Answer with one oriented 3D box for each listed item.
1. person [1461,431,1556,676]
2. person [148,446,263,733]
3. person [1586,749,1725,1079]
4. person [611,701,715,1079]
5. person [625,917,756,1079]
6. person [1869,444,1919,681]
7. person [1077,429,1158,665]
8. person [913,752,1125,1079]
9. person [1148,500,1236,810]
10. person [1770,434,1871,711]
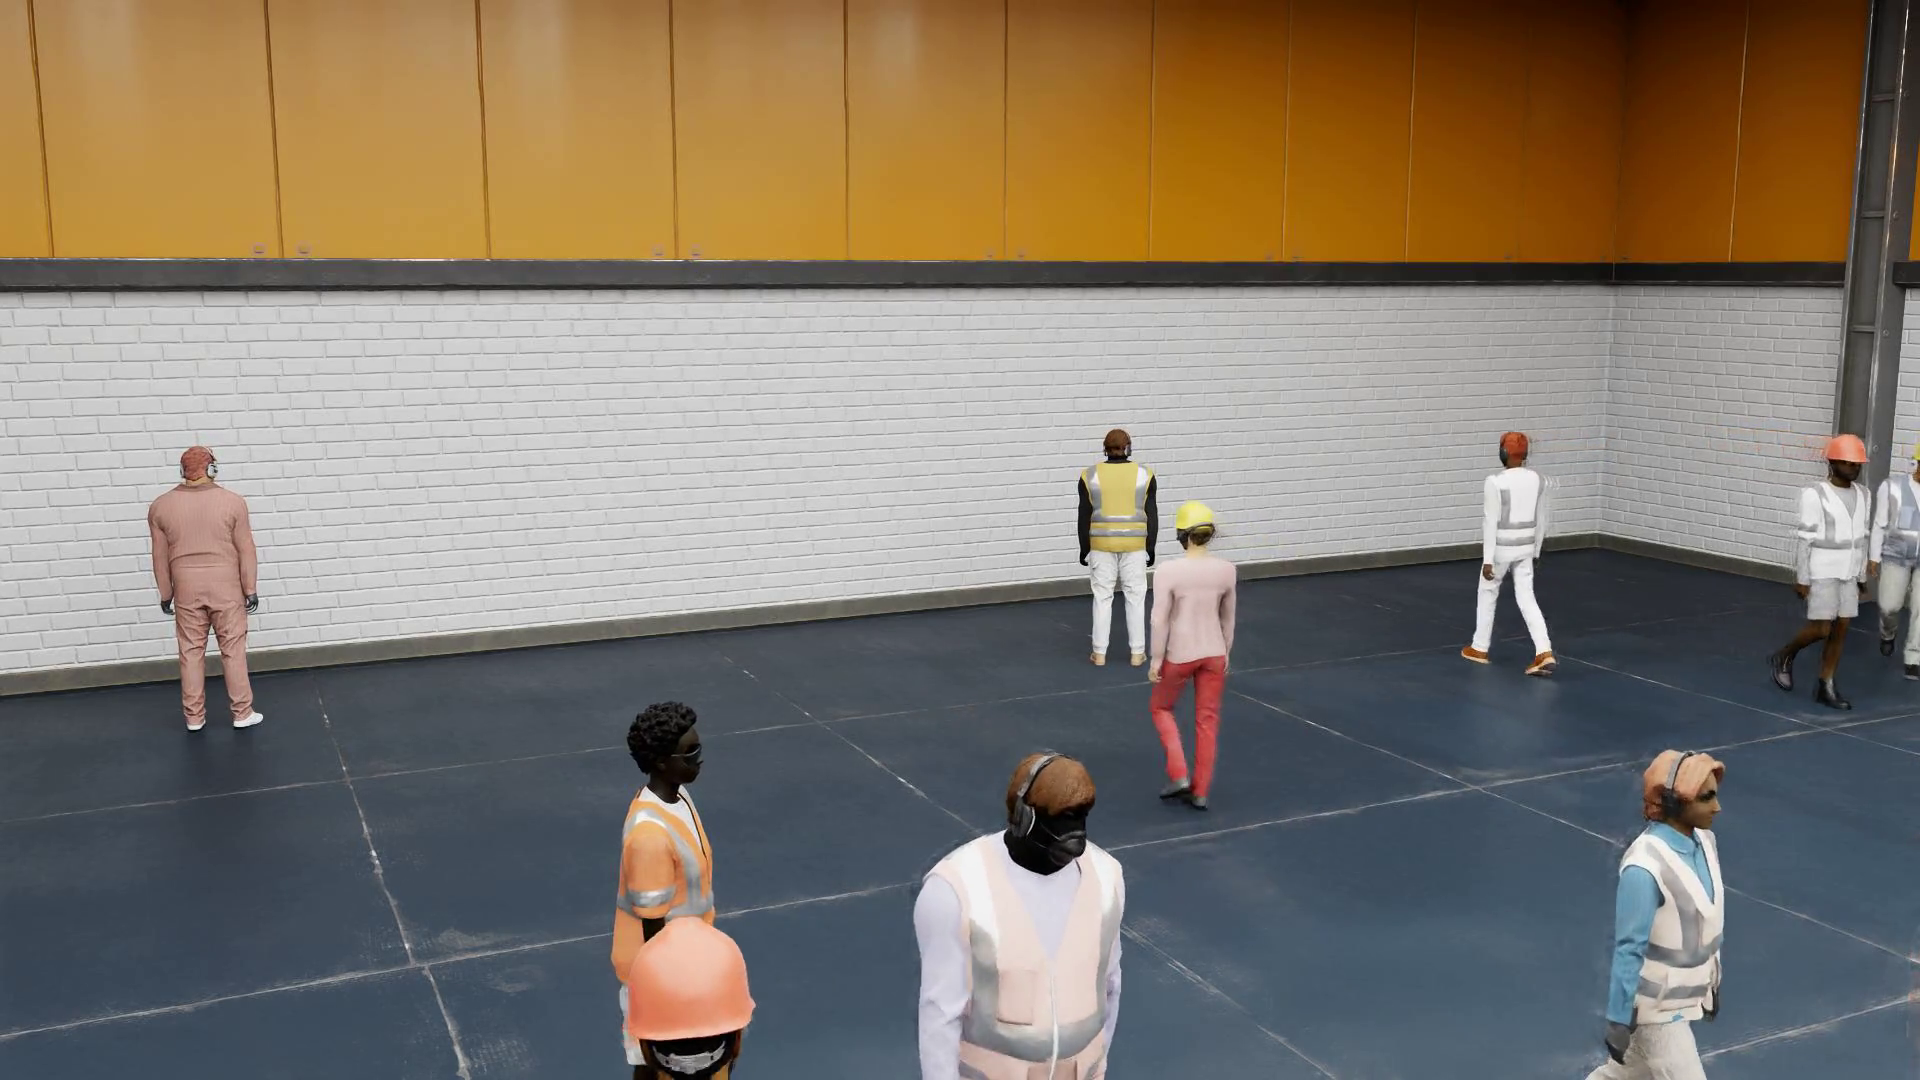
[{"bbox_3d":[4.217,0.093,12.616,0.589,1.848,0.958,-3,10,-19],"label":"person"},{"bbox_3d":[-4.962,0.325,10.990,0.639,1.902,0.407,-2,9,-9],"label":"person"},{"bbox_3d":[2.165,1.413,5.167,0.839,1.599,0.525,8,12,42],"label":"person"},{"bbox_3d":[-0.939,1.342,5.304,0.321,1.697,0.535,0,9,-3],"label":"person"},{"bbox_3d":[-0.464,1.619,3.025,0.551,1.873,1.037,-1,9,-7],"label":"person"},{"bbox_3d":[7.174,0.120,12.507,0.596,1.816,0.562,4,10,24],"label":"person"},{"bbox_3d":[1.215,0.060,12.838,0.620,1.837,0.429,1,9,4],"label":"person"},{"bbox_3d":[0.150,1.424,4.497,0.626,1.800,0.951,-3,10,-18],"label":"person"},{"bbox_3d":[1.299,0.648,9.413,0.554,1.748,0.407,-3,10,-18],"label":"person"},{"bbox_3d":[6.055,0.208,11.622,0.540,1.927,0.549,-3,10,-17],"label":"person"}]
